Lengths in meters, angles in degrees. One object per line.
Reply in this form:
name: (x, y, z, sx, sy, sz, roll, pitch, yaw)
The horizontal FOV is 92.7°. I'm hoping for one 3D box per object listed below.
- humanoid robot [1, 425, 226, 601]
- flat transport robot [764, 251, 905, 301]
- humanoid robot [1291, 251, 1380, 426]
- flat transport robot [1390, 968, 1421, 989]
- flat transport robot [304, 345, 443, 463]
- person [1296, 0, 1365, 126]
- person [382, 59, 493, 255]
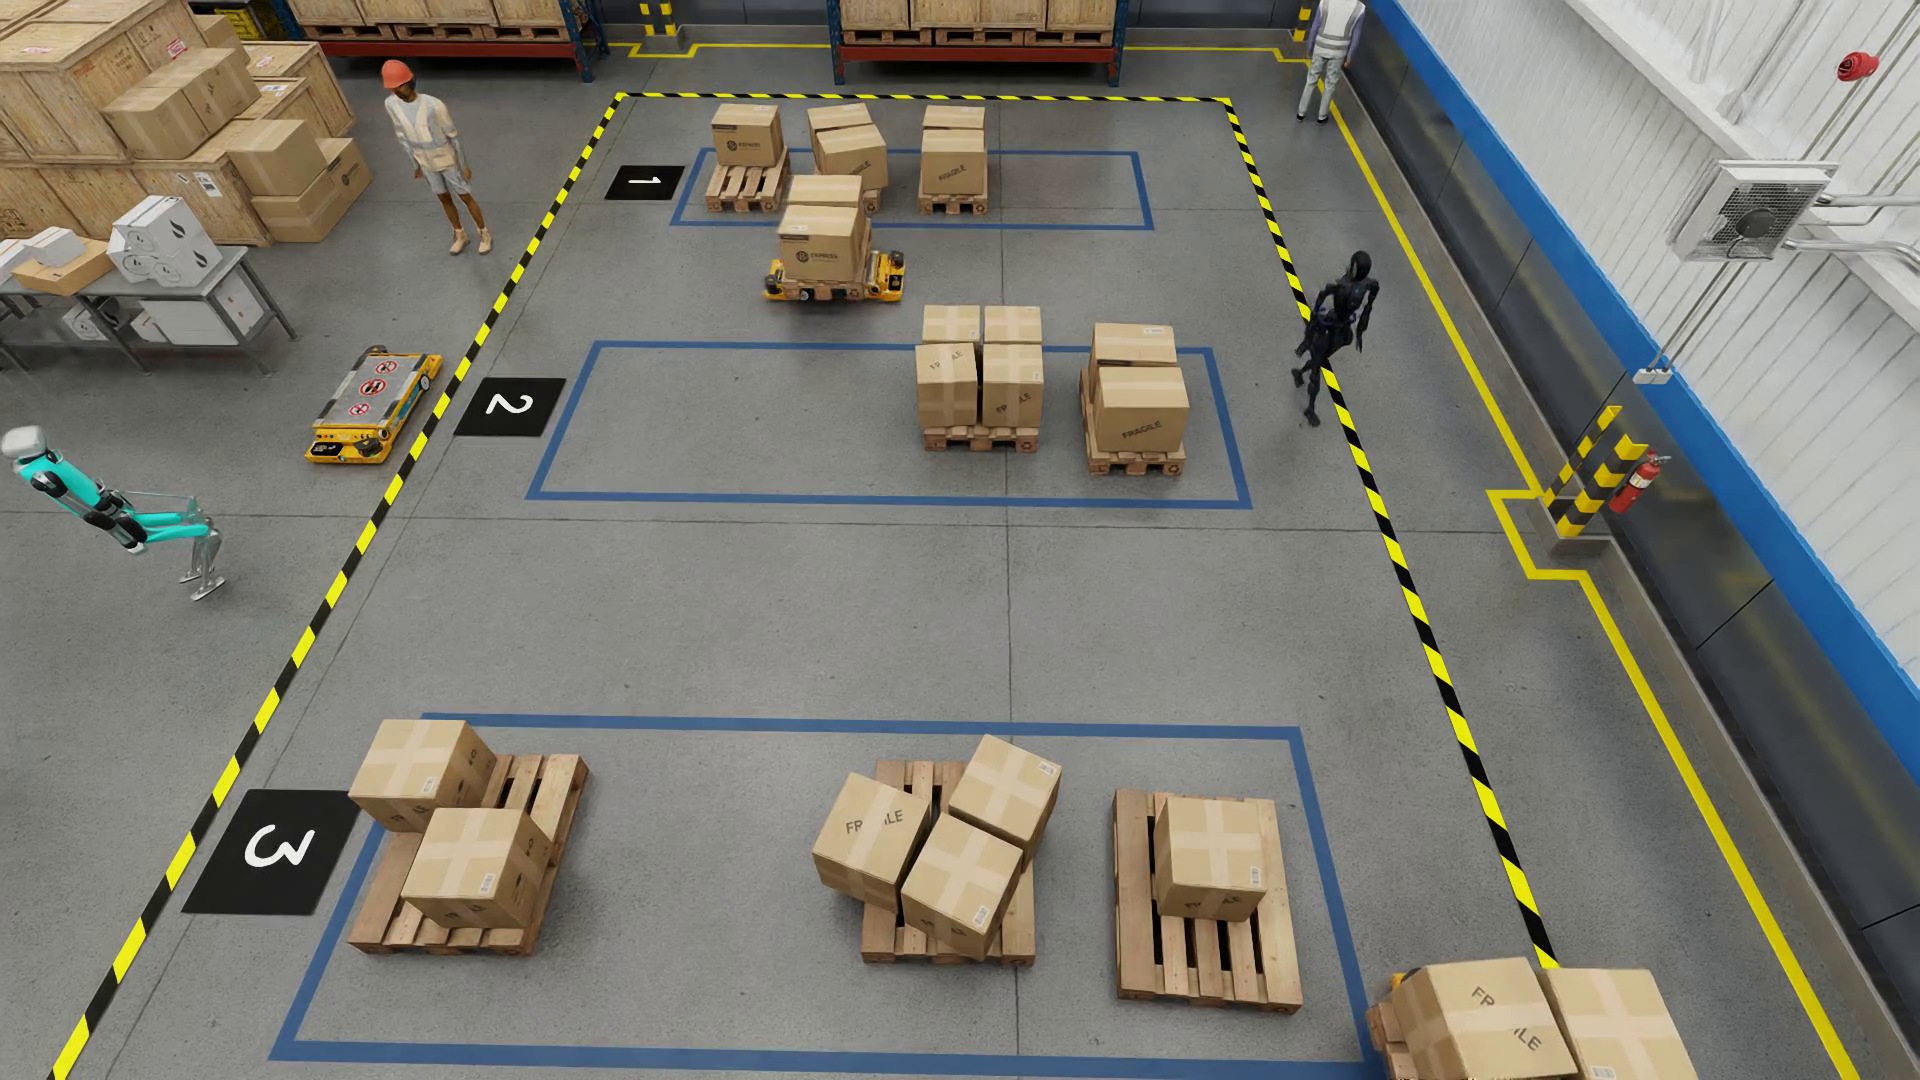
humanoid robot: (-5.804, -0.237, 6.520, 0.735, 1.674, 0.533, -36, 59, -26)
flat transport robot: (-1.318, -2.821, 9.736, 1.431, 0.197, 0.652, 1, 50, 1)
humanoid robot: (3.262, -1.840, 8.040, 0.588, 1.628, 0.792, -7, 50, -6)
flat transport robot: (2.814, 3.025, 4.789, 0.652, 0.197, 1.431, 0, 50, 0)
flat transport robot: (-5.383, -1.269, 8.441, 0.659, 0.231, 1.431, 1, 50, 1)
person: (4.692, -6.206, 11.595, 0.600, 1.827, 0.404, 20, 53, 16)
person: (-5.432, -3.929, 9.530, 0.606, 2.044, 0.388, 2, 50, 2)
